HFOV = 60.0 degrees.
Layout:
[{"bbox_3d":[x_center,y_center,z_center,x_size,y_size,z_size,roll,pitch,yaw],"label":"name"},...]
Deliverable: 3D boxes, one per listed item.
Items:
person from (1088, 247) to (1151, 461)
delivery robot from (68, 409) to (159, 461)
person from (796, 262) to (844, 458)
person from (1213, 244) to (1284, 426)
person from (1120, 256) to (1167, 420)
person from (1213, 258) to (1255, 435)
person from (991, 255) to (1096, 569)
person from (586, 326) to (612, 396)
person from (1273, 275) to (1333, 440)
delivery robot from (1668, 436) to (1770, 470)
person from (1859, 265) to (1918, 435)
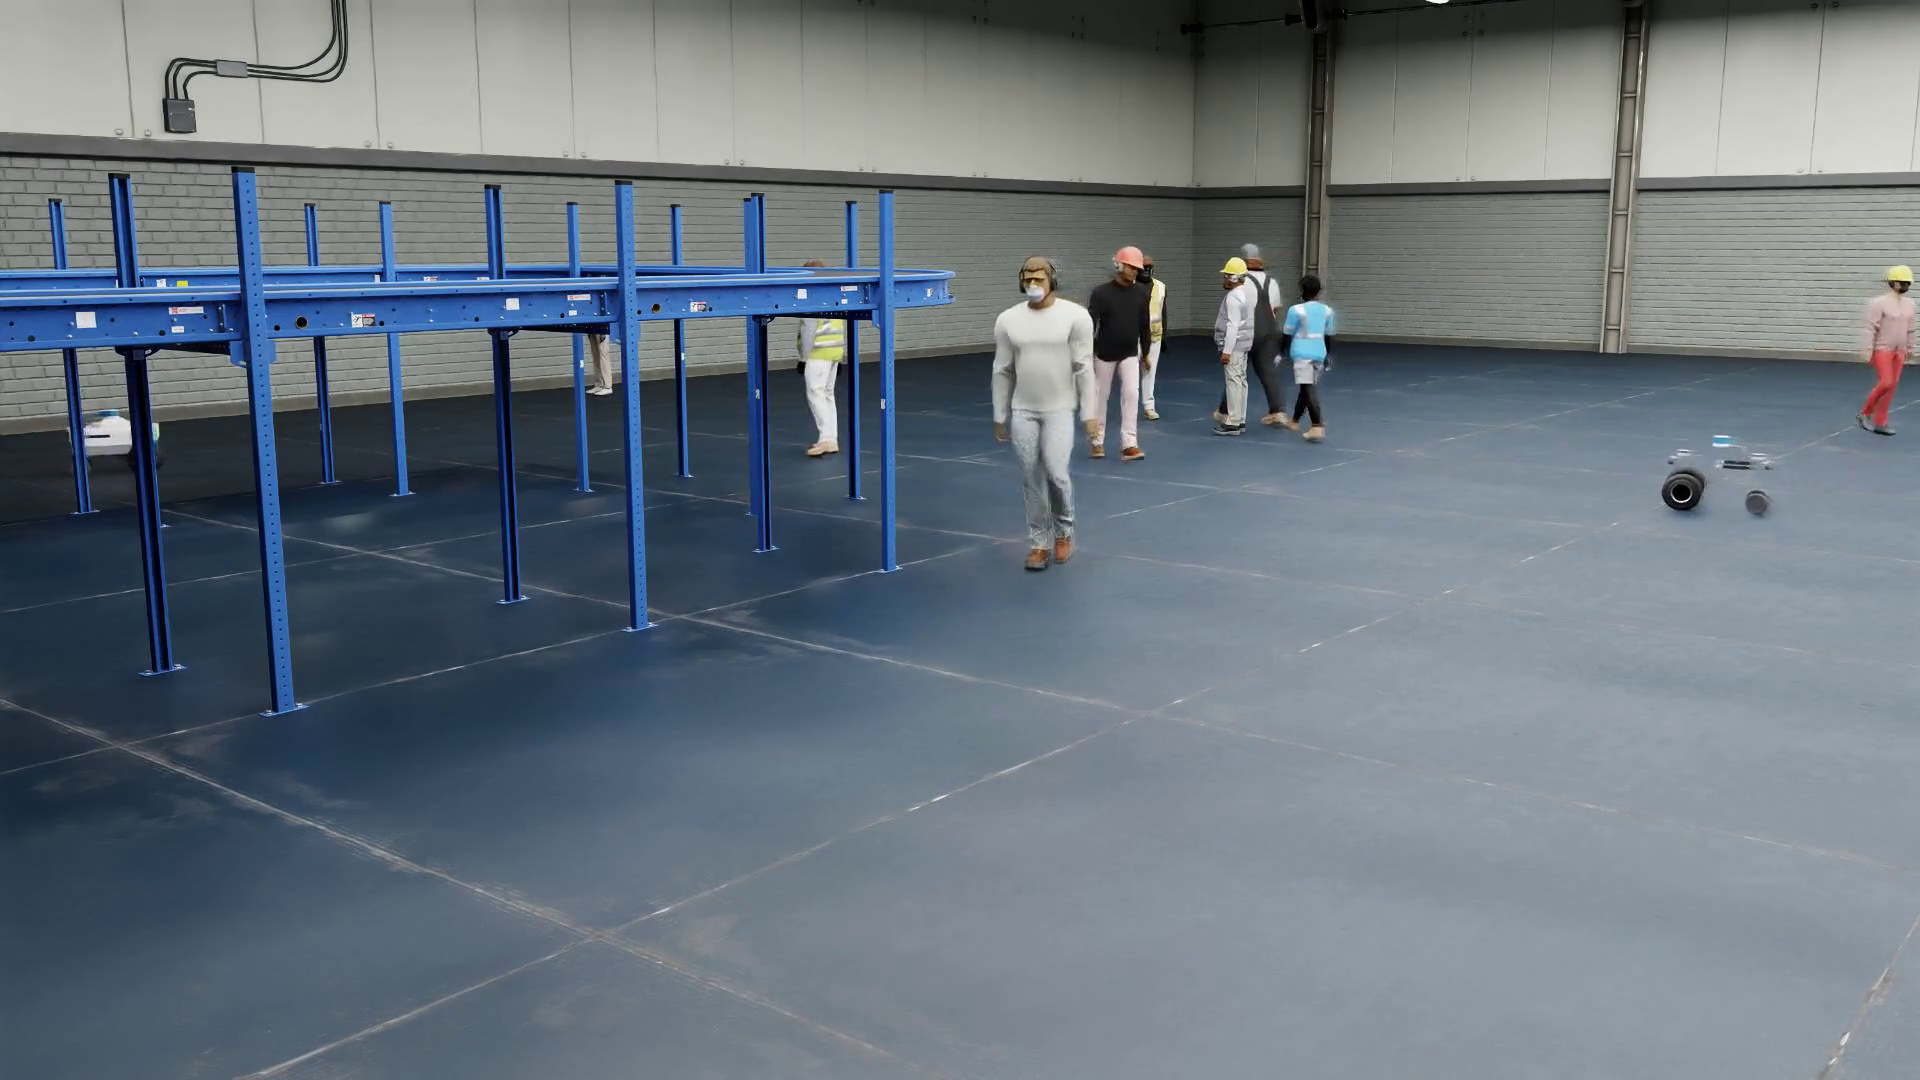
[{"bbox_3d":[1.443,-1.692,15.225,0.767,1.934,0.946,-3,11,-18],"label":"person"},{"bbox_3d":[-7.406,-0.902,14.570,0.707,0.478,0.477,-5,11,-25],"label":"delivery robot"},{"bbox_3d":[-1.285,-1.689,15.616,0.532,1.813,0.825,4,11,20],"label":"person"},{"bbox_3d":[3.234,-2.261,18.244,0.694,2.000,0.981,-6,12,-29],"label":"person"},{"bbox_3d":[2.053,-2.273,18.750,0.632,1.840,0.429,-3,11,-16],"label":"person"},{"bbox_3d":[2.861,-2.025,17.396,0.404,1.832,0.596,5,11,24],"label":"person"},{"bbox_3d":[0.491,-0.769,10.177,0.662,1.925,0.433,4,11,23],"label":"person"},{"bbox_3d":[-4.738,-2.713,21.746,0.311,1.638,0.523,-6,12,-31],"label":"person"},{"bbox_3d":[3.485,-1.866,16.976,0.546,1.648,0.854,-6,12,-28],"label":"person"},{"bbox_3d":[5.753,-0.674,12.589,0.698,0.223,0.335,5,11,26],"label":"delivery robot"},{"bbox_3d":[9.693,-1.970,17.298,0.530,1.755,0.370,-3,11,-16],"label":"person"}]
